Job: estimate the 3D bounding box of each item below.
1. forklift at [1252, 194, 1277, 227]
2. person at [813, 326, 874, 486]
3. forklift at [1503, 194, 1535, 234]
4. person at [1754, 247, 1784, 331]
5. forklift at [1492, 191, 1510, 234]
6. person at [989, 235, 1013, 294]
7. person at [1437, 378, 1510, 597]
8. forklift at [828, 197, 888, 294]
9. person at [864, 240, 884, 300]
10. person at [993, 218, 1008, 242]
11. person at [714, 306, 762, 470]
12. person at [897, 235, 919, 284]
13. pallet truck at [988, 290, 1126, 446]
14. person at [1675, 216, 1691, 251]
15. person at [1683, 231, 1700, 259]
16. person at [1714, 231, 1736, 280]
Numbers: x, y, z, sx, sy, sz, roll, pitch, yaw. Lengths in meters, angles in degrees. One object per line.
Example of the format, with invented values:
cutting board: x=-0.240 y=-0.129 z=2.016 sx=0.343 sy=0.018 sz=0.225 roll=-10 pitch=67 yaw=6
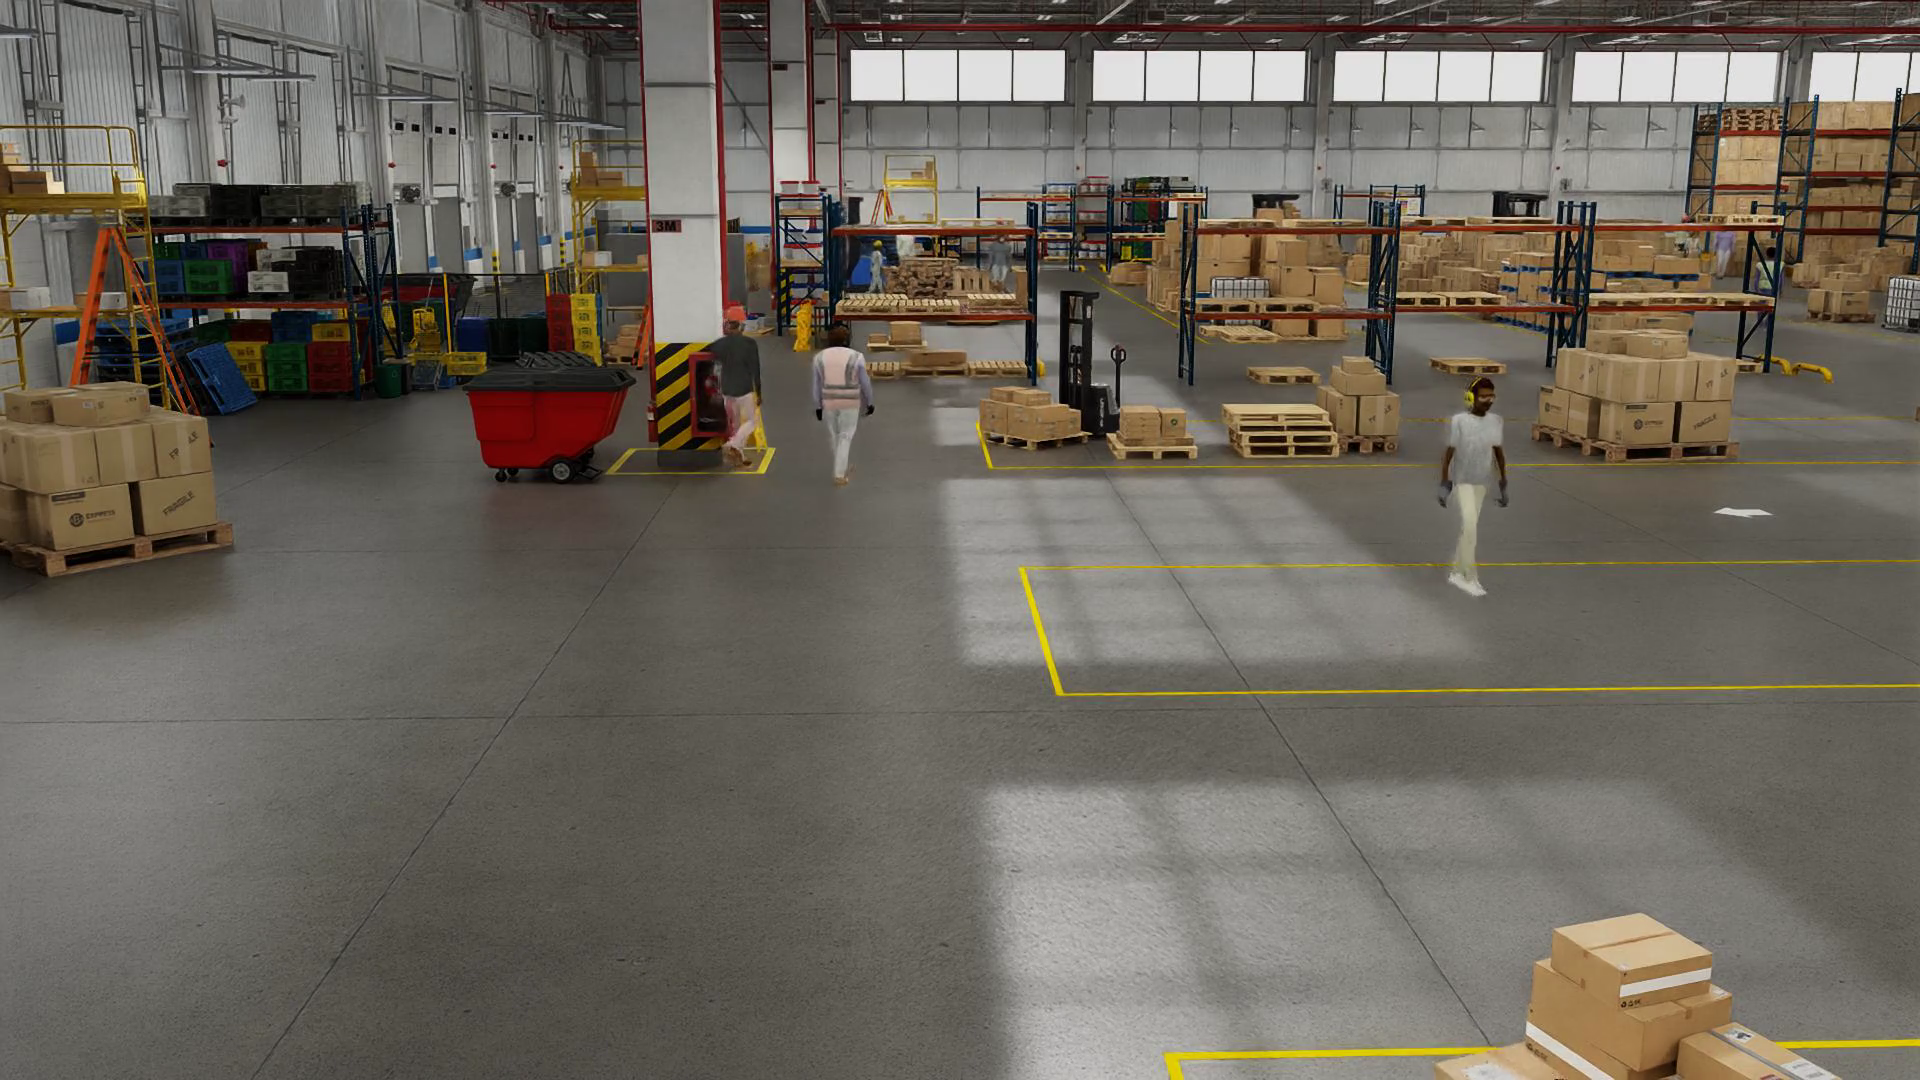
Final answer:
forklift: x=10.004 y=-10.032 z=55.017 sx=1.873 sy=2.768 sz=1.129 roll=-6 pitch=14 yaw=-25
person: x=-1.313 y=-1.565 z=19.234 sx=0.626 sy=1.802 sz=0.897 roll=5 pitch=13 yaw=20
forklift: x=18.462 y=-10.066 z=55.169 sx=1.129 sy=2.768 sz=1.873 roll=-1 pitch=13 yaw=-3
person: x=18.295 y=-5.680 z=37.649 sx=0.589 sy=1.887 sz=0.908 roll=6 pitch=14 yaw=26
forklift: x=20.362 y=-11.777 z=62.892 sx=1.873 sy=2.768 sz=1.129 roll=0 pitch=12 yaw=-2
person: x=1.155 y=-7.593 z=46.206 sx=0.650 sy=1.905 sz=0.899 roll=-2 pitch=13 yaw=-11
person: x=4.405 y=-0.434 z=14.055 sx=0.564 sy=1.833 sz=0.794 roll=-4 pitch=13 yaw=-17
forklift: x=-3.061 y=-8.629 z=48.682 sx=1.873 sy=2.768 sz=1.129 roll=0 pitch=12 yaw=-2
person: x=-2.257 y=-7.385 z=45.760 sx=0.921 sy=1.691 sz=0.501 roll=-6 pitch=14 yaw=-27
person: x=1.475 y=-10.762 z=60.566 sx=0.543 sy=1.891 sz=0.930 roll=-2 pitch=13 yaw=-10
person: x=-2.664 y=-1.800 z=19.883 sx=0.634 sy=1.983 sz=0.537 roll=6 pitch=14 yaw=25
person: x=-1.652 y=-9.050 z=52.827 sx=0.648 sy=1.889 sz=0.975 roll=-6 pitch=14 yaw=-23
pallet truck: x=1.257 y=-2.299 z=22.111 sx=1.885 sy=1.965 sz=0.823 roll=-9 pitch=15 yaw=-35
person: x=26.592 y=-10.876 z=60.901 sx=0.903 sy=1.960 sz=0.654 roll=-2 pitch=13 yaw=-10
person: x=24.571 y=-9.560 z=55.830 sx=0.572 sy=1.590 sz=0.643 roll=1 pitch=13 yaw=4
person: x=25.355 y=-9.560 z=55.079 sx=0.646 sy=1.908 sz=0.808 roll=1 pitch=13 yaw=5
